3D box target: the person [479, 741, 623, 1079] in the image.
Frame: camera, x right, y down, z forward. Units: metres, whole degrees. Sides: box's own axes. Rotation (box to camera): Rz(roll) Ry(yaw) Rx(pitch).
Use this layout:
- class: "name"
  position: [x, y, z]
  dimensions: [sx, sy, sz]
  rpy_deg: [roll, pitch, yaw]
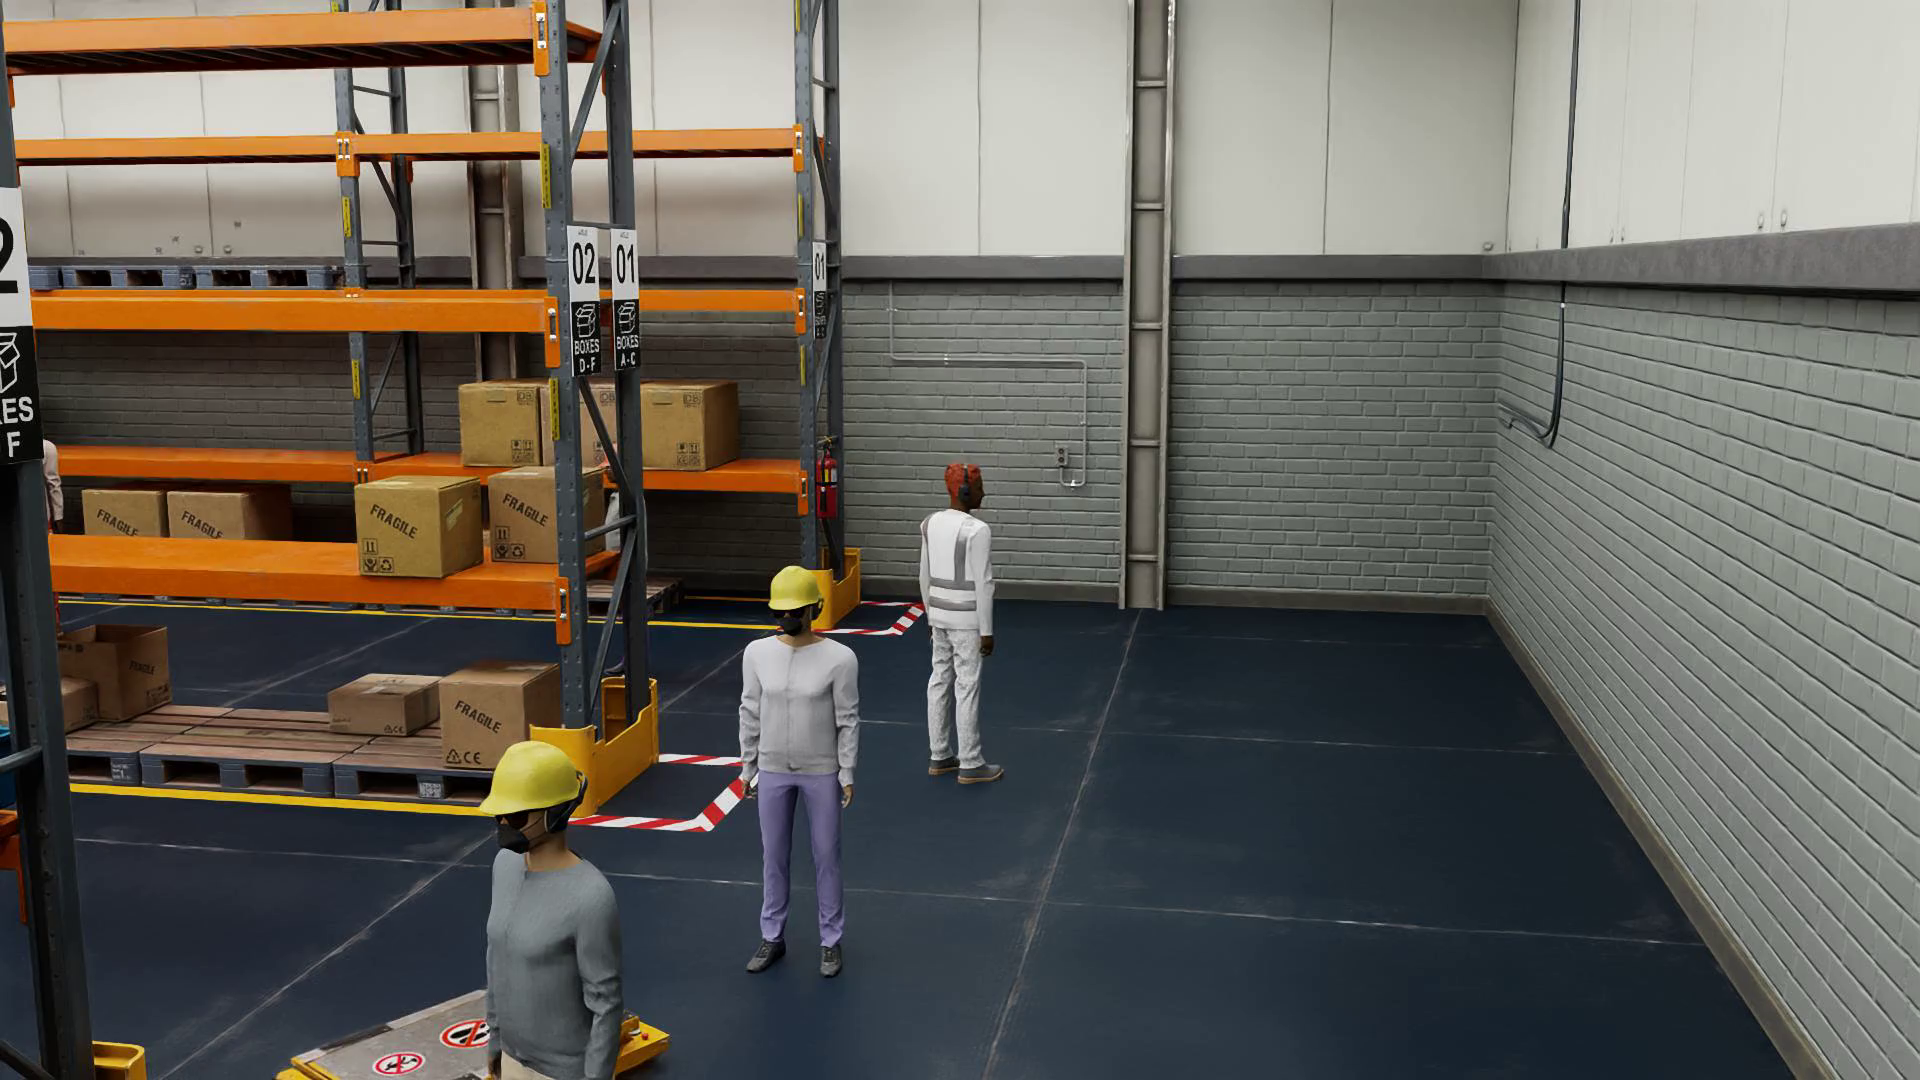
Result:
- class: "person"
  position: [-1.107, 1.397, 4.470]
  dimensions: [0.522, 1.768, 0.312]
  rpy_deg: [8, 12, 39]

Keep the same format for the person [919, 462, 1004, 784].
- class: "person"
  position: [-0.004, 0.484, 9.780]
  dimensions: [0.360, 1.880, 0.575]
  rpy_deg: [-8, 12, -39]

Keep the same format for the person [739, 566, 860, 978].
- class: "person"
  position: [-0.685, 0.979, 7.062]
  dimensions: [0.525, 1.769, 0.315]
  rpy_deg: [2, 9, 10]

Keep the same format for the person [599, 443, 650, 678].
- class: "person"
  position: [-2.446, 0.168, 12.124]
  dimensions: [0.327, 1.753, 0.563]
  rpy_deg: [-3, 10, -19]

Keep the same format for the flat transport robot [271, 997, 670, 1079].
- class: "flat transport robot"
  position: [-1.817, 1.897, 5.988]
  dimensions: [0.652, 0.197, 1.431]
  rpy_deg: [8, 12, 41]
